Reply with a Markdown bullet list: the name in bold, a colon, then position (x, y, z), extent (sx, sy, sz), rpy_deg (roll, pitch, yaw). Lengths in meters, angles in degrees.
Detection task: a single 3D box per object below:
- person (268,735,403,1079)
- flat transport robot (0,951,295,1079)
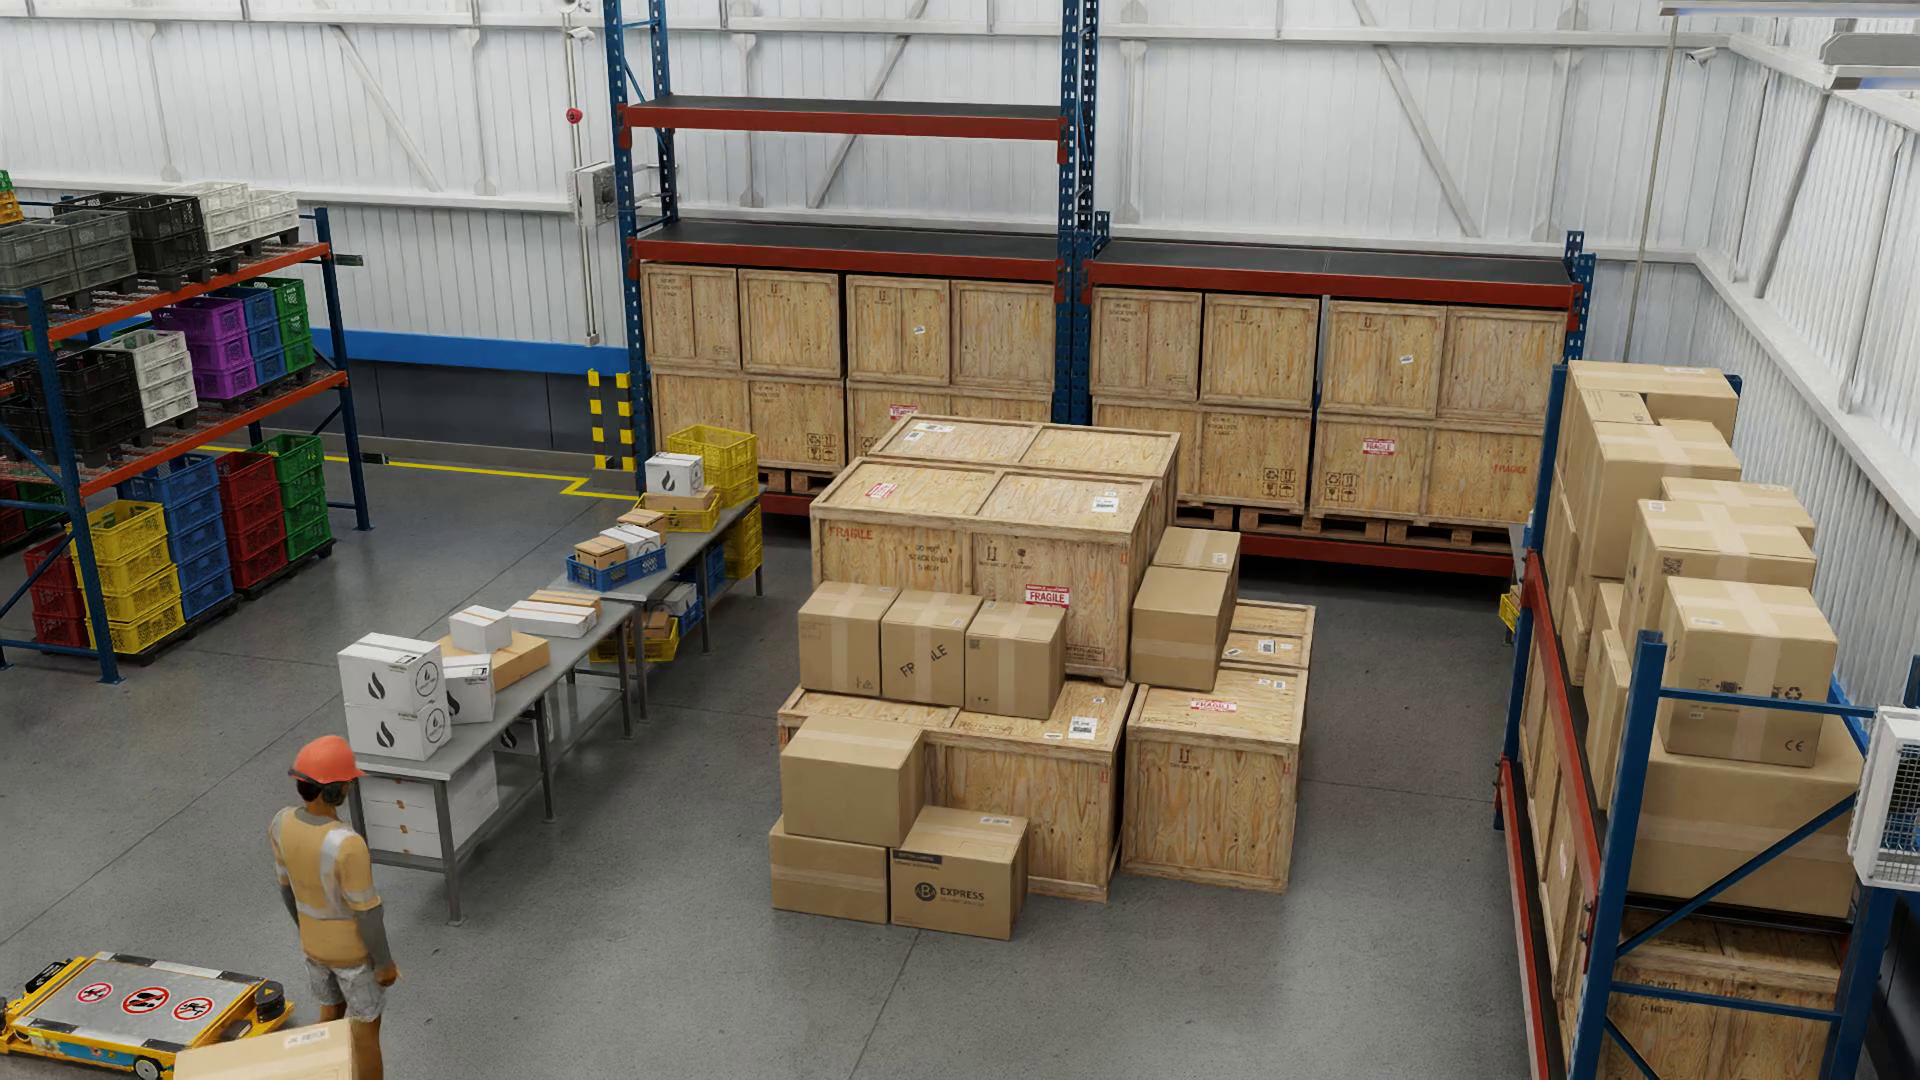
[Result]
- **person**: position (-2.852, 1.852, 7.734), extent (0.604, 2.034, 0.394), rpy_deg (13, 24, 30)
- **flat transport robot**: position (-4.270, 2.464, 8.601), extent (1.431, 0.231, 0.659), rpy_deg (5, 22, 13)
